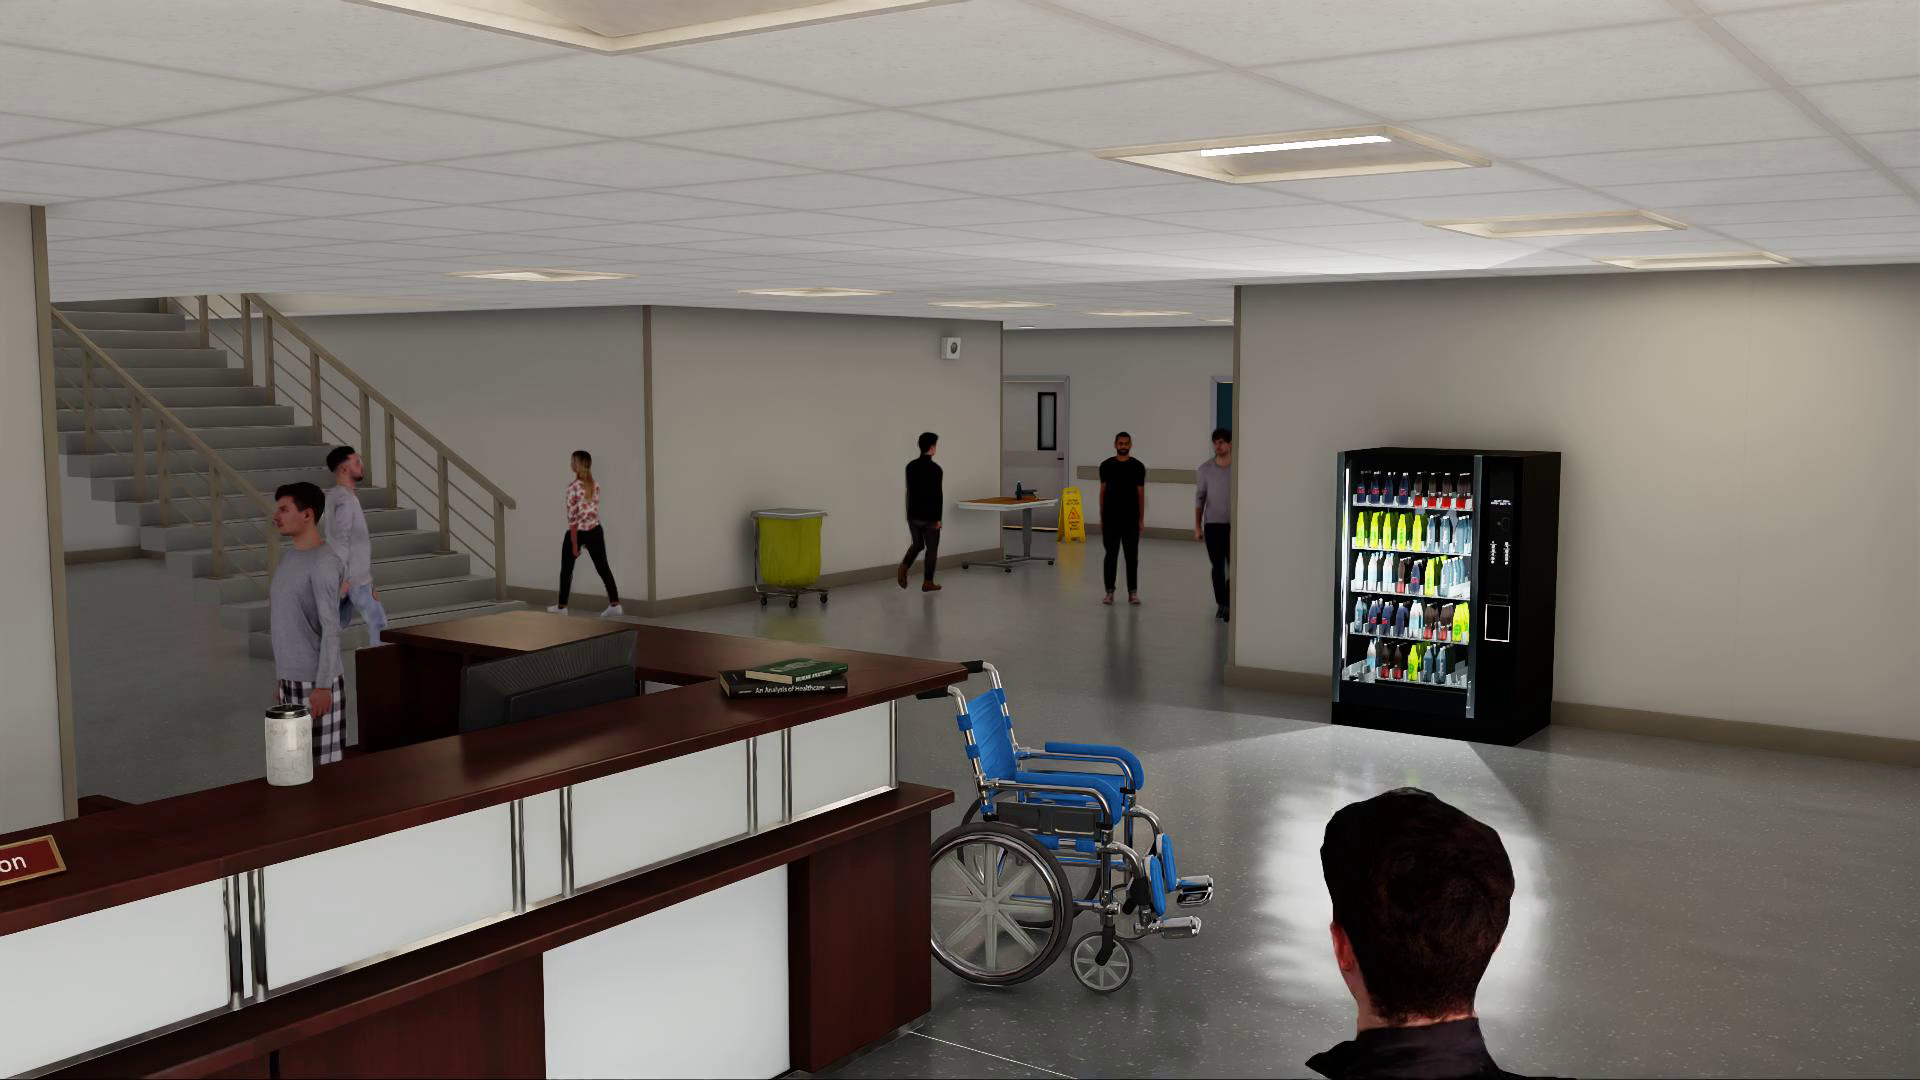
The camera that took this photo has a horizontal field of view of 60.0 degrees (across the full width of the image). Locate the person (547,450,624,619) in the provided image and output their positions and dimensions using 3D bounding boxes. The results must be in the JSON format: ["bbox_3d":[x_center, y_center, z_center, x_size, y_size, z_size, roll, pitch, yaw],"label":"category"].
[{"bbox_3d":[-3.452,-0.010,15.610,1.111,1.591,0.576,4,7,36],"label":"person"}]

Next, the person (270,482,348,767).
[{"bbox_3d":[-3.042,0.646,7.798,0.519,1.847,0.715,6,8,44],"label":"person"}]

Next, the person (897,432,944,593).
[{"bbox_3d":[-0.433,-0.285,17.727,0.751,1.712,0.711,4,7,36],"label":"person"}]

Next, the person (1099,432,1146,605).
[{"bbox_3d":[1.645,-0.224,16.906,0.635,1.756,0.759,1,6,9],"label":"person"}]

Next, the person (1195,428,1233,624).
[{"bbox_3d":[2.490,-0.117,15.618,1.157,1.801,0.941,2,6,18],"label":"person"}]
